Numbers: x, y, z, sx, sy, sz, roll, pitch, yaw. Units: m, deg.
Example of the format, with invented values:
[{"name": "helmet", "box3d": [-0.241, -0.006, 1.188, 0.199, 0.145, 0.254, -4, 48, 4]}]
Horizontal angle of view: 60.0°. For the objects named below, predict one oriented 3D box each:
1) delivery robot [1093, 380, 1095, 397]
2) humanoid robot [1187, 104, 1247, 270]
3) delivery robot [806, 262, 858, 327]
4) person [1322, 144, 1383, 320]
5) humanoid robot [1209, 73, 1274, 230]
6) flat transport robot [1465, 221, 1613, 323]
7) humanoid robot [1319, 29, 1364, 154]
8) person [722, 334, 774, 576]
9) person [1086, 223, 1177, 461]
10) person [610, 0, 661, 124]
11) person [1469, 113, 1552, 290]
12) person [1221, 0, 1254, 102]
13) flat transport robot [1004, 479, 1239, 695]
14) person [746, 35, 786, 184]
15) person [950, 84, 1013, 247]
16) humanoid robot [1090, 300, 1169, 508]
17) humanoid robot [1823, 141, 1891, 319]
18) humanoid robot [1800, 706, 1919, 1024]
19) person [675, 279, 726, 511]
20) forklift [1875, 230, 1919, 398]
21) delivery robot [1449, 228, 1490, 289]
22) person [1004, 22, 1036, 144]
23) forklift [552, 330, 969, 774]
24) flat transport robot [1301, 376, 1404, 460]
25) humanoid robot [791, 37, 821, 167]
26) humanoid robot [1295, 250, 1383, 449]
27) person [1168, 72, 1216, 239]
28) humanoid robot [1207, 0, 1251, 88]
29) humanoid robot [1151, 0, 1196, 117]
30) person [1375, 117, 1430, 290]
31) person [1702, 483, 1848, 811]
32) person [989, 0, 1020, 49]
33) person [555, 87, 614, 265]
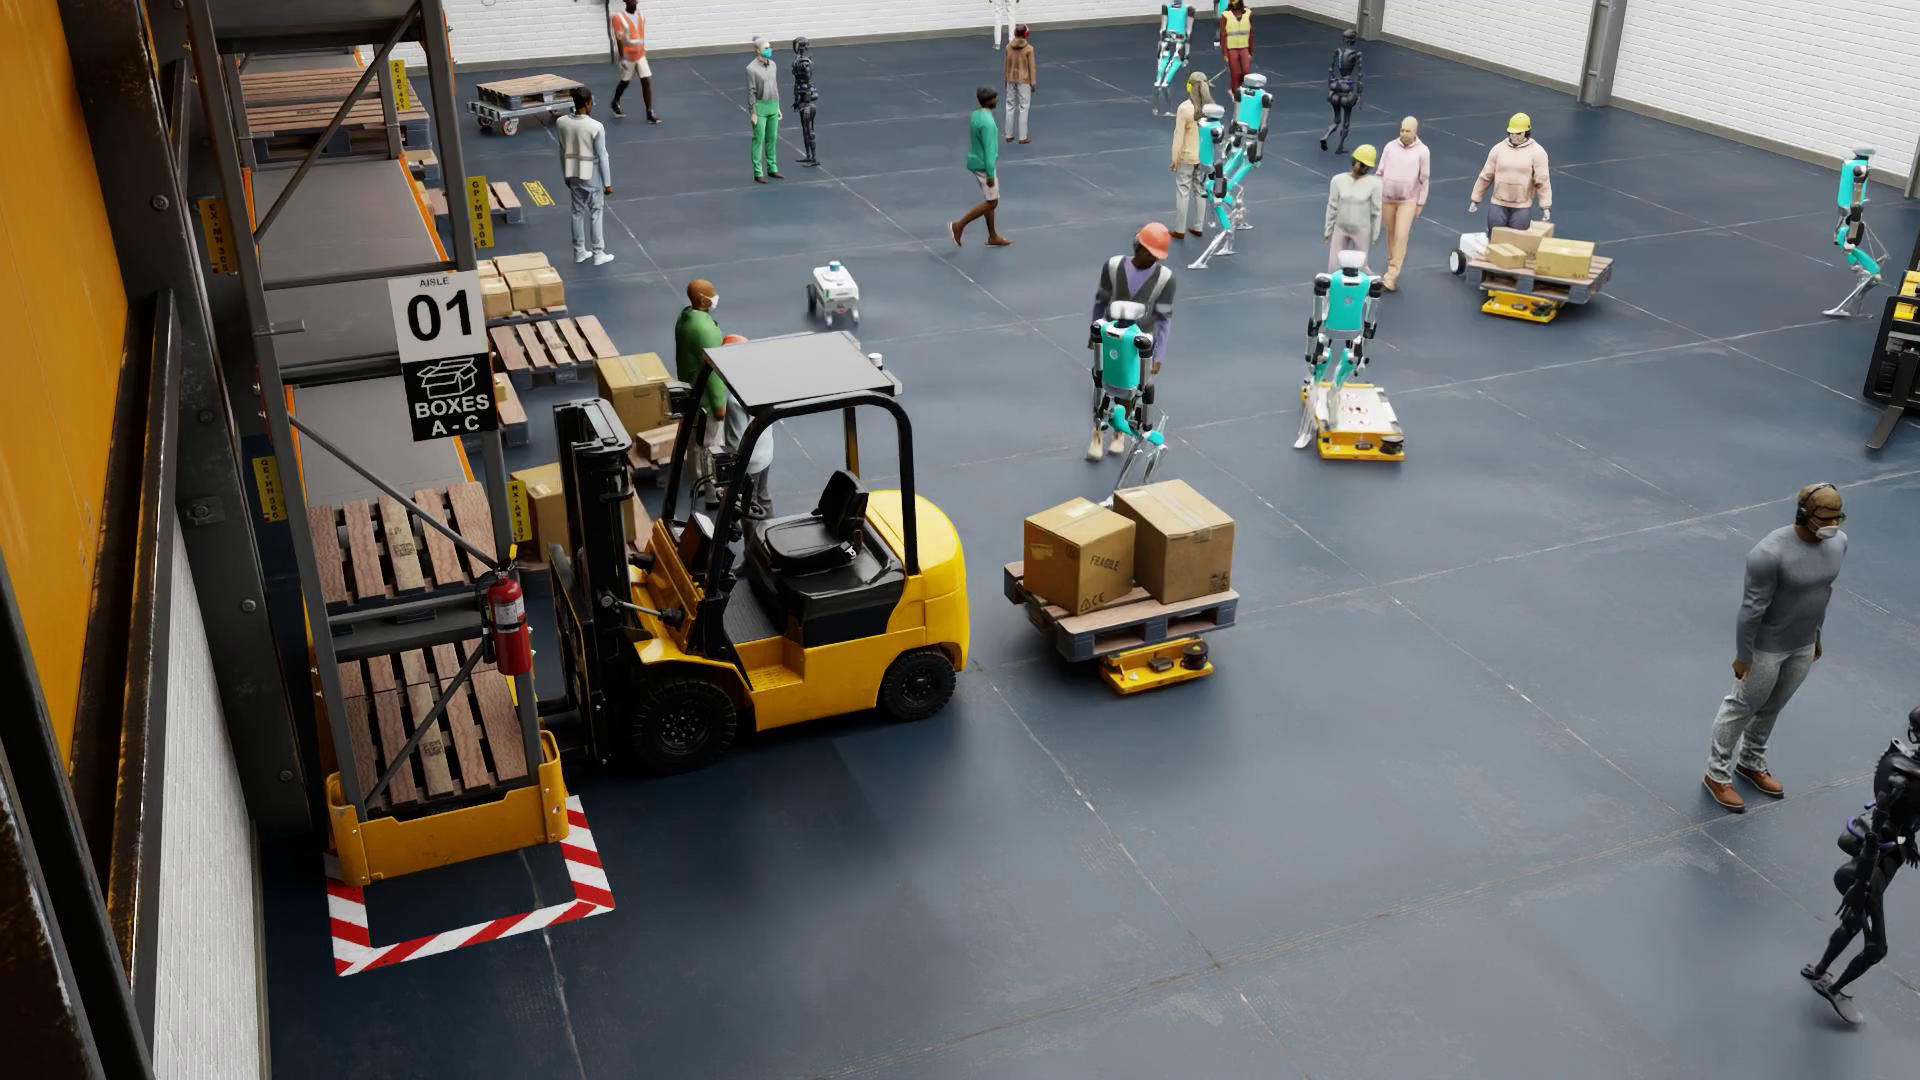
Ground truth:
[{"name": "delivery robot", "box3d": [1.442, -1.591, 14.830, 0.499, 0.592, 0.796, 1, 27, 3]}, {"name": "humanoid robot", "box3d": [2.855, -3.804, 17.932, 0.897, 1.769, 0.541, -6, 27, -12]}, {"name": "delivery robot", "box3d": [-1.248, -2.481, 16.619, 0.499, 0.608, 0.803, -7, 27, -13]}, {"name": "person", "box3d": [3.895, -3.071, 16.467, 0.530, 1.737, 0.691, 14, 30, 26]}, {"name": "humanoid robot", "box3d": [3.154, -4.423, 19.168, 0.794, 1.787, 0.530, -21, 33, -35]}, {"name": "flat transport robot", "box3d": [5.910, -2.547, 17.054, 0.659, 0.231, 1.431, 16, 31, 29]}, {"name": "humanoid robot", "box3d": [5.145, -6.036, 22.424, 0.426, 1.641, 0.609, -20, 33, -34]}, {"name": "person", "box3d": [-1.481, -0.585, 11.514, 0.352, 1.740, 0.571, 7, 28, 14]}, {"name": "person", "box3d": [1.338, -1.559, 13.180, 0.698, 1.979, 0.610, 5, 27, 11]}, {"name": "person", "box3d": [-4.804, -7.074, 24.218, 0.955, 1.932, 0.598, 23, 34, 37]}, {"name": "person", "box3d": [5.681, -3.473, 17.133, 0.819, 1.854, 0.434, 15, 30, 27]}, {"name": "person", "box3d": [4.155, -7.365, 25.003, 0.513, 1.740, 0.515, -3, 27, -7]}, {"name": "flat transport robot", "box3d": [1.020, 0.541, 10.911, 0.659, 0.231, 1.431, -11, 29, -21]}, {"name": "person", "box3d": [-2.483, -5.482, 21.156, 0.336, 1.830, 0.520, 20, 33, 34]}, {"name": "person", "box3d": [0.245, -4.128, 18.459, 0.691, 1.829, 0.512, -7, 27, -13]}, {"name": "humanoid robot", "box3d": [1.317, -1.006, 12.205, 0.533, 1.677, 0.735, 23, 35, 38]}, {"name": "humanoid robot", "box3d": [8.922, -2.948, 16.327, 0.774, 1.894, 0.544, 6, 27, 11]}, {"name": "humanoid robot", "box3d": [4.183, 1.433, 7.577, 0.611, 1.644, 0.366, -21, 34, -36]}, {"name": "person", "box3d": [-1.912, -1.090, 12.470, 0.384, 1.781, 0.550, -15, 30, -28]}, {"name": "forklift", "box3d": [9.029, -2.397, 14.618, 1.214, 2.155, 2.313, 18, 32, 32]}, {"name": "delivery robot", "box3d": [5.591, -3.010, 17.664, 0.499, 0.602, 0.806, -5, 27, -10]}, {"name": "person", "box3d": [0.819, -6.312, 23.010, 0.472, 1.642, 0.338, 12, 29, 22]}, {"name": "forklift", "box3d": [-1.094, 0.010, 9.831, 2.313, 2.155, 1.214, -10, 28, -20]}, {"name": "flat transport robot", "box3d": [3.301, -1.029, 14.034, 0.659, 0.231, 1.431, 2, 27, 3]}, {"name": "humanoid robot", "box3d": [-2.043, -5.771, 21.883, 0.315, 1.657, 0.599, -9, 28, -18]}, {"name": "humanoid robot", "box3d": [3.020, -1.514, 13.422, 0.532, 1.826, 0.781, 1, 27, 3]}, {"name": "person", "box3d": [2.658, -4.347, 18.861, 0.568, 1.868, 0.406, -14, 30, -25]}, {"name": "humanoid robot", "box3d": [4.270, -7.894, 26.055, 0.924, 1.753, 0.559, 13, 29, 24]}, {"name": "humanoid robot", "box3d": [3.075, -7.143, 24.558, 0.534, 1.759, 0.786, 16, 31, 29]}, {"name": "person", "box3d": [4.520, -3.491, 17.280, 0.545, 1.751, 0.794, 18, 32, 31]}, {"name": "person", "box3d": [4.438, 0.561, 9.014, 0.631, 1.938, 0.356, -11, 29, -21]}, {"name": "person", "box3d": [0.786, -9.632, 29.350, 0.581, 1.882, 0.341, -1, 27, -1]}, {"name": "person", "box3d": [-4.040, -3.918, 17.963, 0.597, 1.907, 0.410, 10, 28, 20]}]
